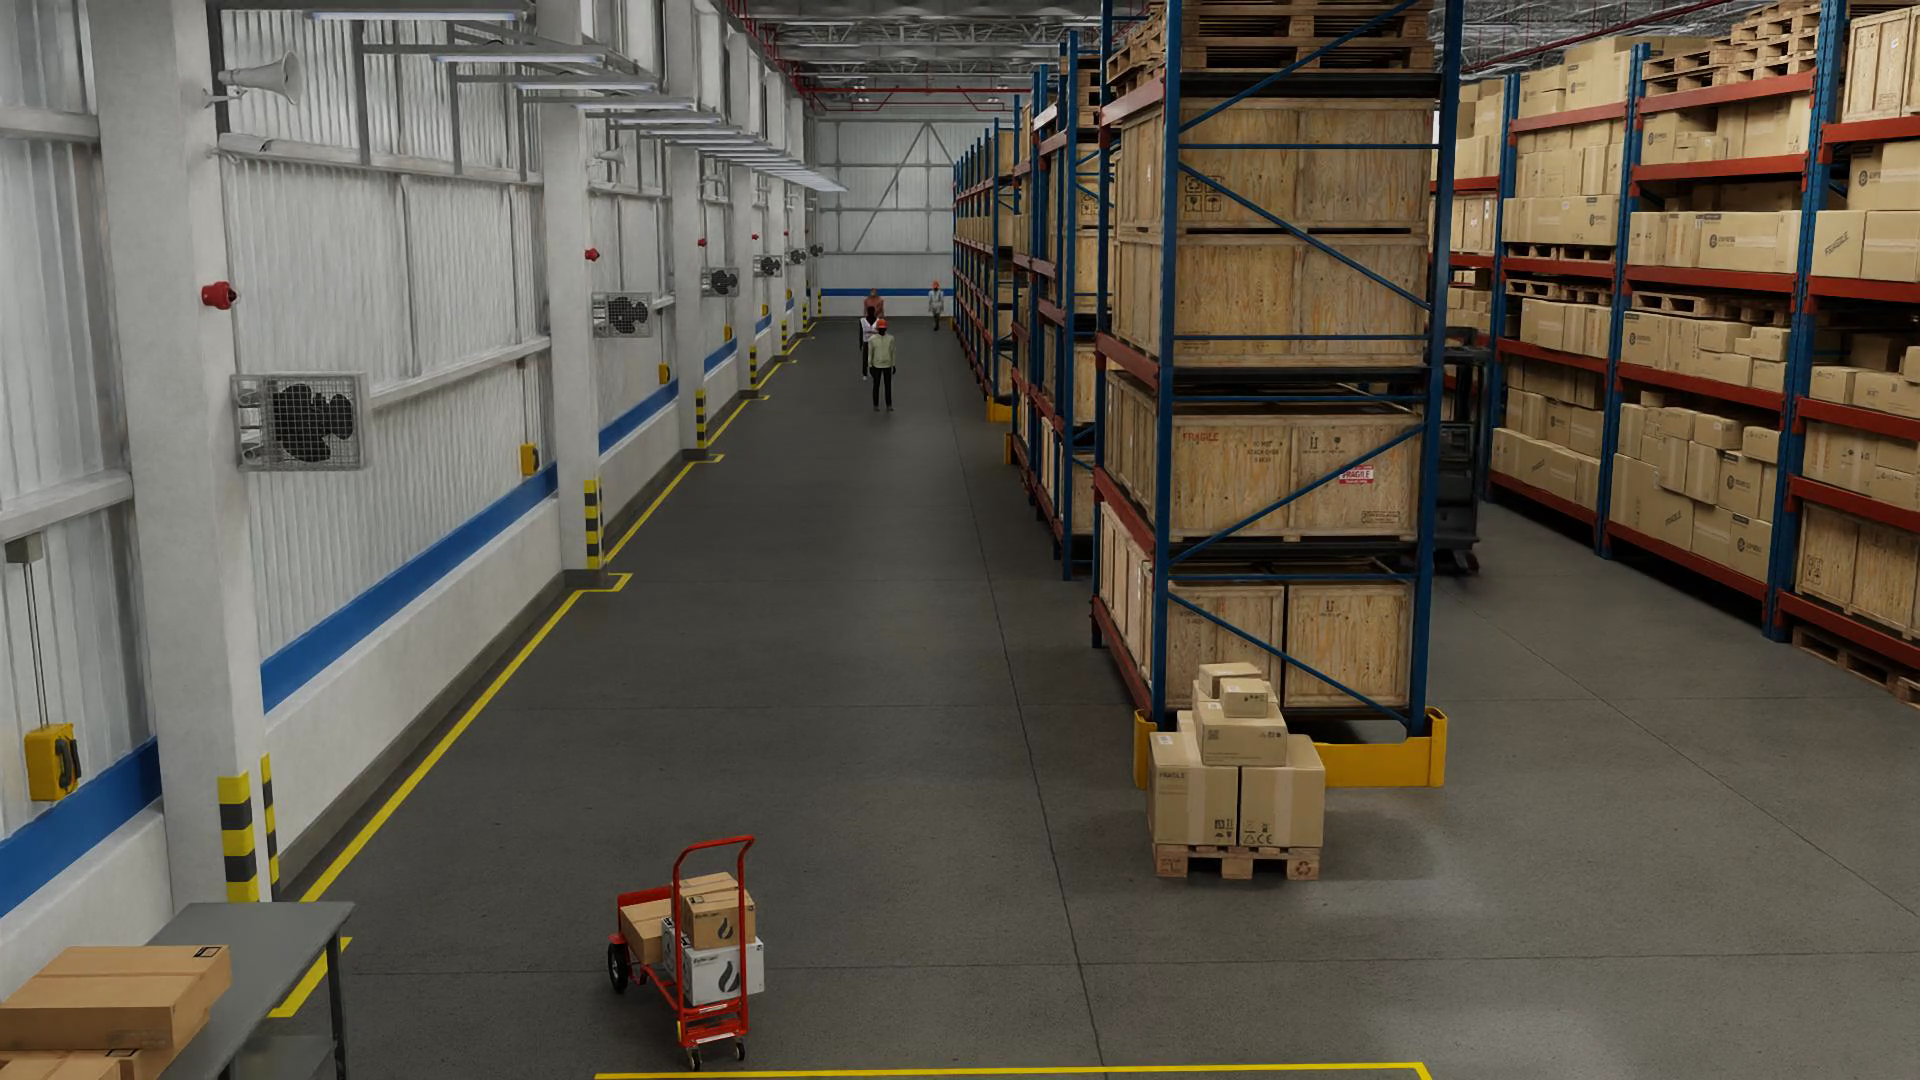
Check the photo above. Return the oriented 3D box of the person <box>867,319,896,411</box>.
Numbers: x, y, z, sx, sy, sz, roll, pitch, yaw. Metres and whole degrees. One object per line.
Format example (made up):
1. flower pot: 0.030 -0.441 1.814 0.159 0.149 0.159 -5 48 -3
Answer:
1. person: -1.674 -3.754 35.721 0.618 1.986 0.410 -3 11 -15

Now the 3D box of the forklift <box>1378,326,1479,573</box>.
1. forklift: 5.623 -1.161 19.891 1.129 2.768 1.873 2 11 12

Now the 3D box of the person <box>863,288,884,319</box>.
1. person: -2.826 -7.255 54.213 0.659 1.873 0.860 0 11 0

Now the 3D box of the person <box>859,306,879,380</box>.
1. person: -2.288 -5.043 42.643 0.599 1.906 0.413 -2 11 -9

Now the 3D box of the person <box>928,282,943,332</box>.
1. person: -0.886 -8.681 61.762 0.569 1.848 1.148 2 11 11
